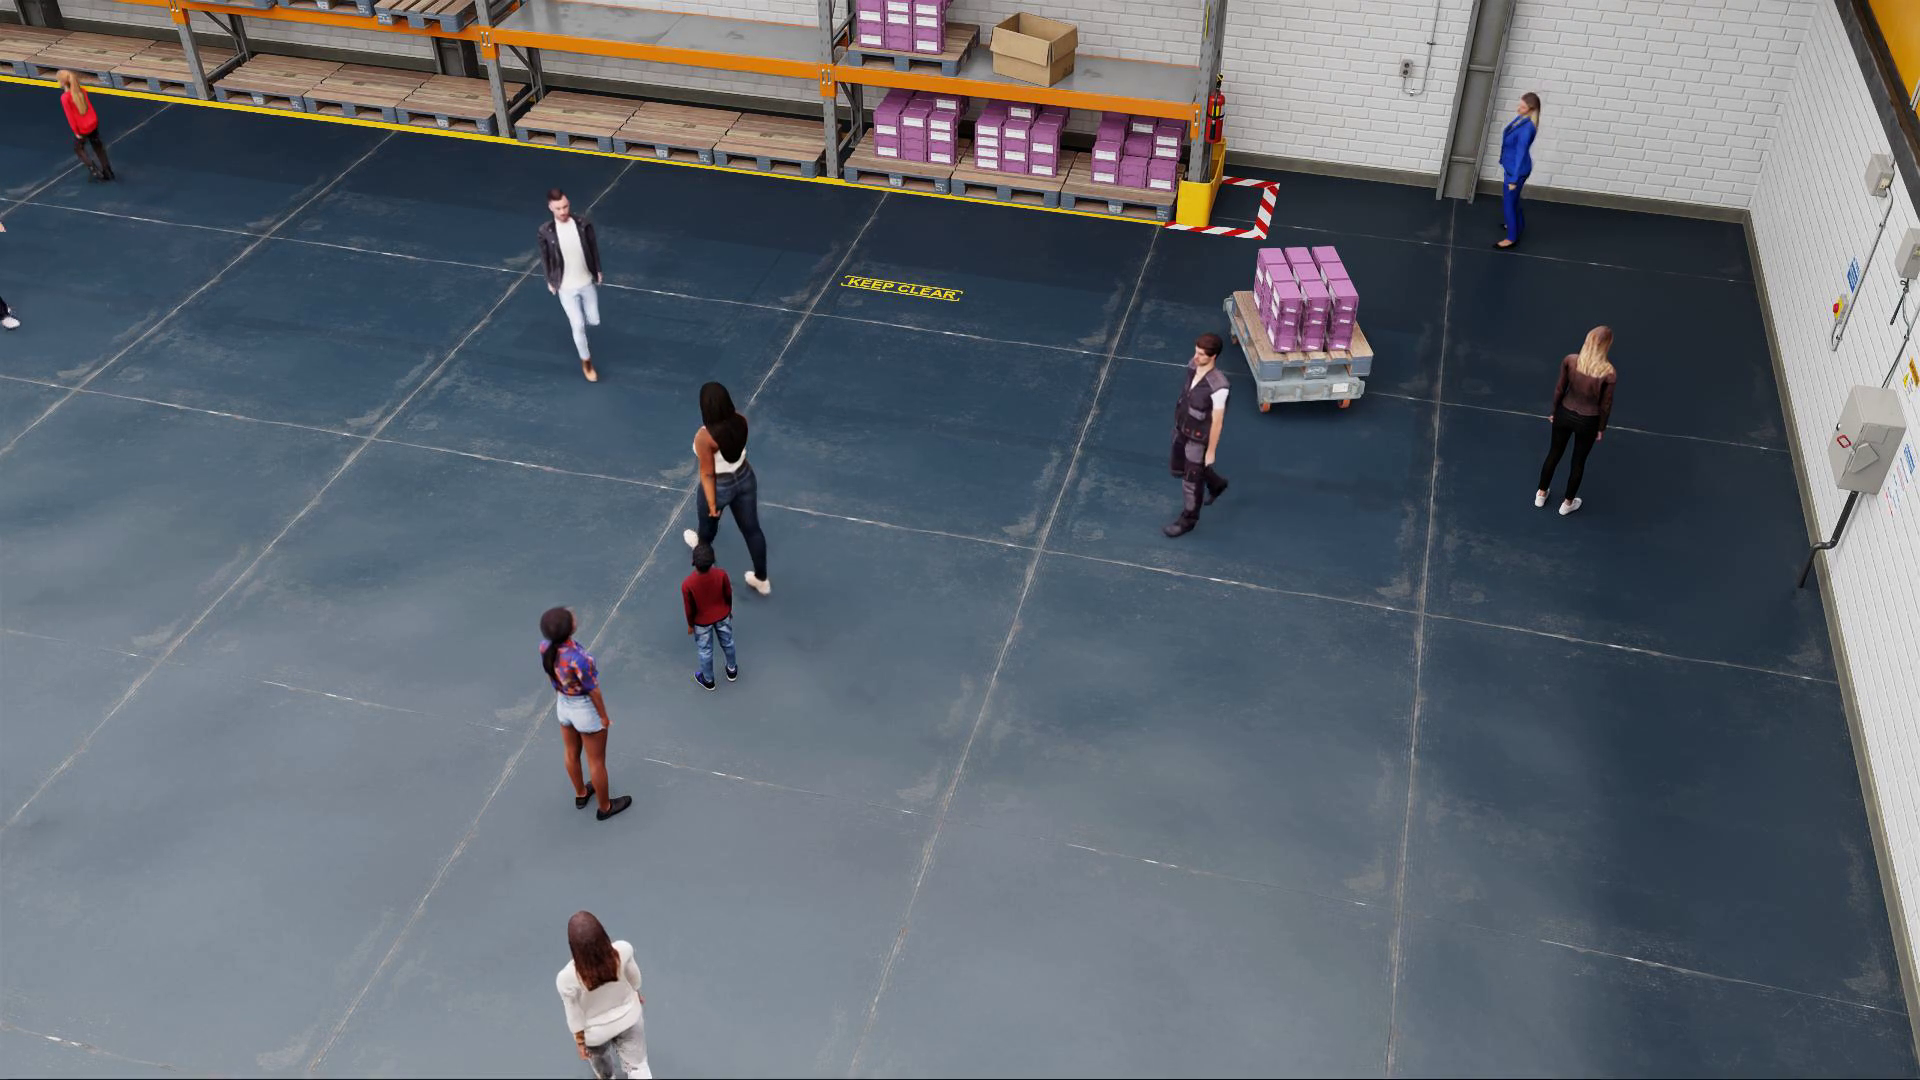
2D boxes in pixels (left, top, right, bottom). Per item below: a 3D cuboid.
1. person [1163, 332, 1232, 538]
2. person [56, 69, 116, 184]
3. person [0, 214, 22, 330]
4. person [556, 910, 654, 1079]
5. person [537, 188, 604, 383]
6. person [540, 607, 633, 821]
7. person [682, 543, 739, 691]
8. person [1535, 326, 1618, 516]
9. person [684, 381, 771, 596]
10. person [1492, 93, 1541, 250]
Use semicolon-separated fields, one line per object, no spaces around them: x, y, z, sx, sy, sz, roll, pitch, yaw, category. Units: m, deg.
1.935;-0.858;13.031;1.019;1.839;0.942;-16;41;-19;person
-9.431;-4.471;18.009;0.529;1.273;0.522;15;41;18;person
-9.362;-2.909;15.594;1.015;1.846;0.854;18;42;21;person
-1.830;2.599;8.847;1.046;1.658;1.120;-21;43;-24;person
-3.467;-2.340;14.905;1.016;1.816;1.061;-17;42;-20;person
-2.443;1.097;10.658;0.560;1.746;0.707;22;44;26;person
-1.768;0.529;11.762;0.577;1.256;0.640;-19;42;-22;person
4.919;-0.955;13.261;0.577;1.705;0.729;26;45;28;person
-1.672;-0.337;12.440;1.067;1.763;1.219;-27;46;-30;person
5.636;-3.700;16.728;0.679;1.667;0.773;14;41;17;person
